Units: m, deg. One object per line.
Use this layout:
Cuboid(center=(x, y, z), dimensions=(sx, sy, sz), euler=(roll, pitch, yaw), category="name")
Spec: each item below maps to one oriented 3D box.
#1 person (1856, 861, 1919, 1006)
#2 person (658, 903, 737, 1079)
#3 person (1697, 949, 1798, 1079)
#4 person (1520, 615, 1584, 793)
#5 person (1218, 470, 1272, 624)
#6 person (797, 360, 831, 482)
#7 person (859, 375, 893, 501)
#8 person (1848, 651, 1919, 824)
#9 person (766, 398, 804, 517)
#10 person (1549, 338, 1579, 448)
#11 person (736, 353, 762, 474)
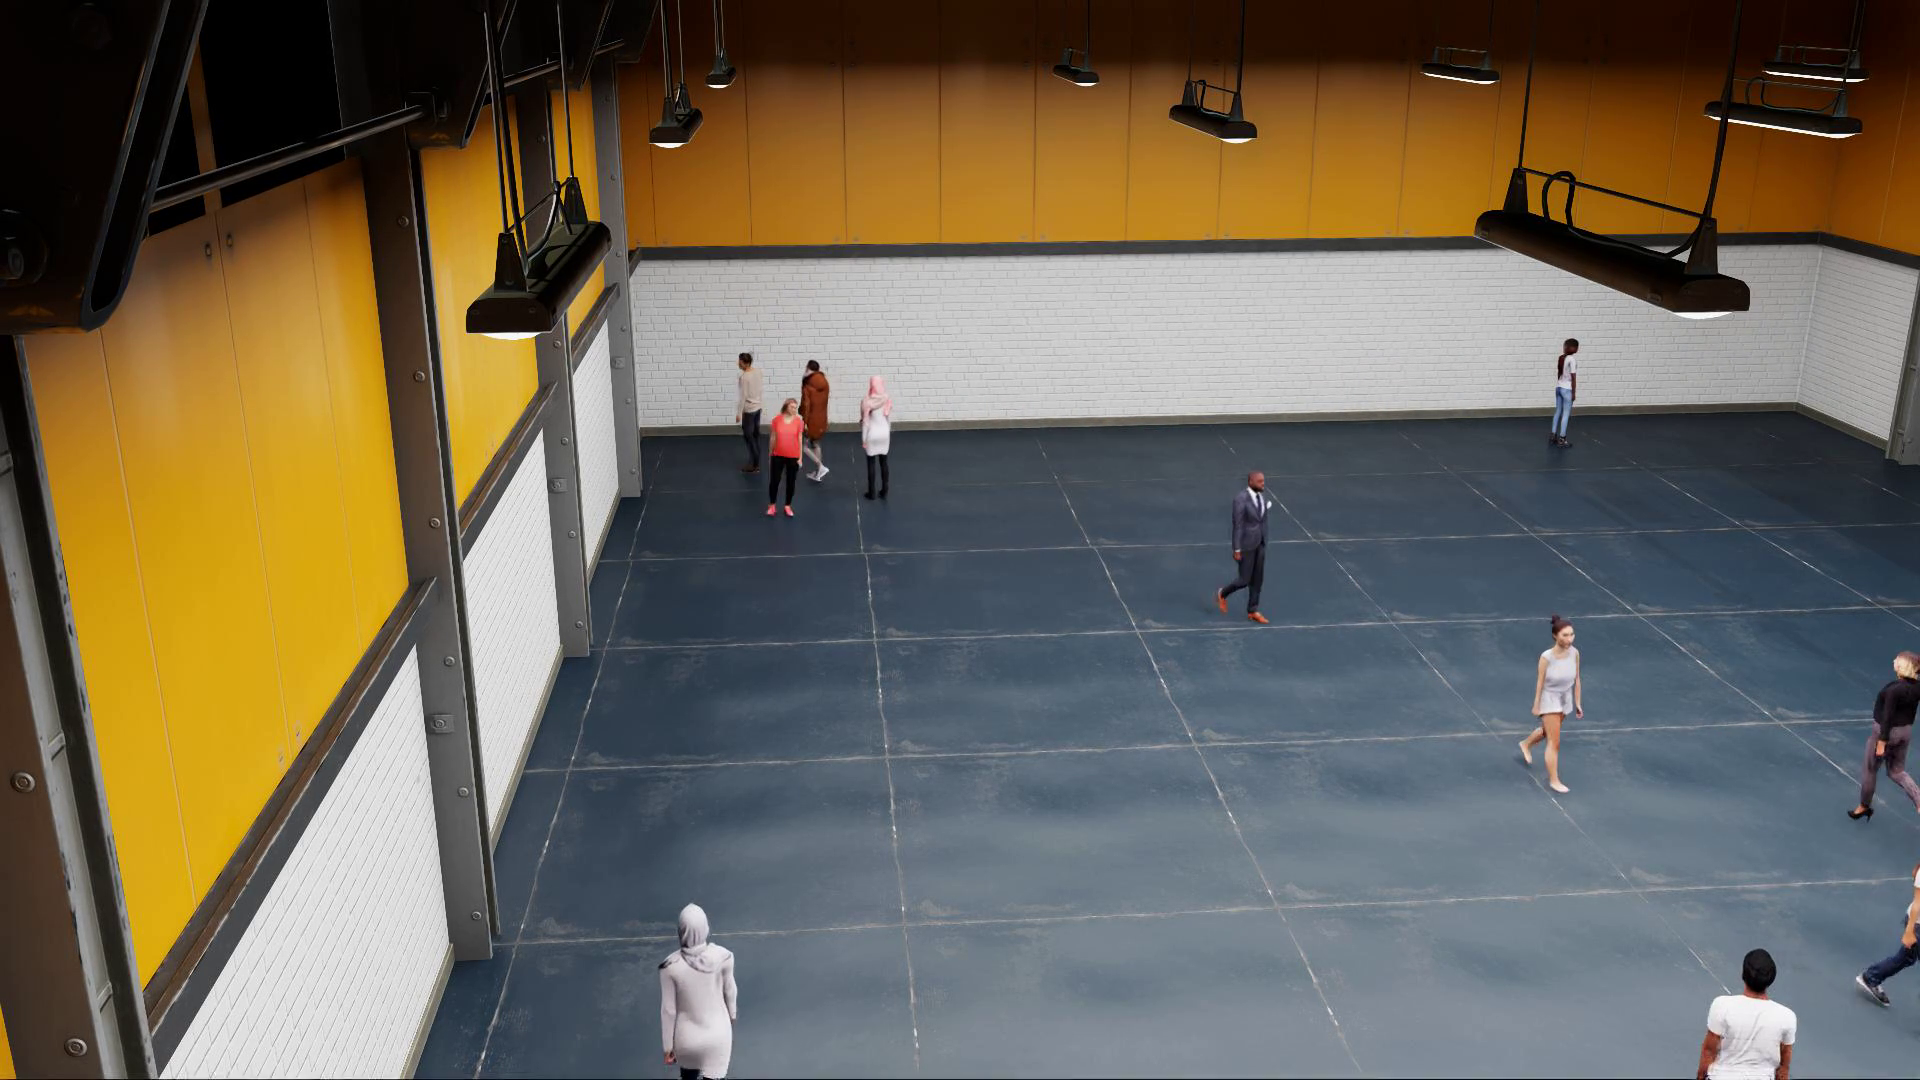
Cuboid(center=(6.745, 2.694, 11.723), dimensions=(0.841, 1.524, 1.107), euler=(-10, 21, -28), category="person")
Cuboid(center=(-1.576, 3.109, 10.152), dimensions=(0.652, 1.739, 1.070), euler=(-3, 19, -7), category="person")
Cuboid(center=(4.587, 3.248, 9.772), dimensions=(0.781, 1.718, 0.871), euler=(5, 19, 14), category="person")
Cuboid(center=(5.418, 1.459, 15.301), dimensions=(0.788, 1.580, 1.094), euler=(-8, 20, -23), category="person")
Cuboid(center=(3.277, 0.055, 19.118), dimensions=(0.955, 1.806, 1.038), euler=(-16, 24, -39), category="person")
Cuboid(center=(-2.087, -1.708, 24.326), dimensions=(0.988, 1.823, 0.930), euler=(13, 22, 33), category="person")
Cuboid(center=(-1.163, -1.458, 23.612), dimensions=(0.716, 1.804, 0.719), euler=(-9, 21, -25), category="person")
Cuboid(center=(8.082, 1.764, 14.285), dimensions=(0.831, 1.650, 1.033), euler=(-10, 21, -27), category="person")
Cuboid(center=(-2.414, -1.130, 22.846), dimensions=(0.699, 1.671, 0.569), euler=(3, 19, 9), category="person")
Cuboid(center=(9.610, -2.356, 26.411), dimensions=(0.672, 1.719, 0.505), euler=(-4, 19, -13), category="person")
Cuboid(center=(-3.136, -1.940, 24.982), dimensions=(0.887, 1.843, 0.705), euler=(13, 22, 33), category="person")
